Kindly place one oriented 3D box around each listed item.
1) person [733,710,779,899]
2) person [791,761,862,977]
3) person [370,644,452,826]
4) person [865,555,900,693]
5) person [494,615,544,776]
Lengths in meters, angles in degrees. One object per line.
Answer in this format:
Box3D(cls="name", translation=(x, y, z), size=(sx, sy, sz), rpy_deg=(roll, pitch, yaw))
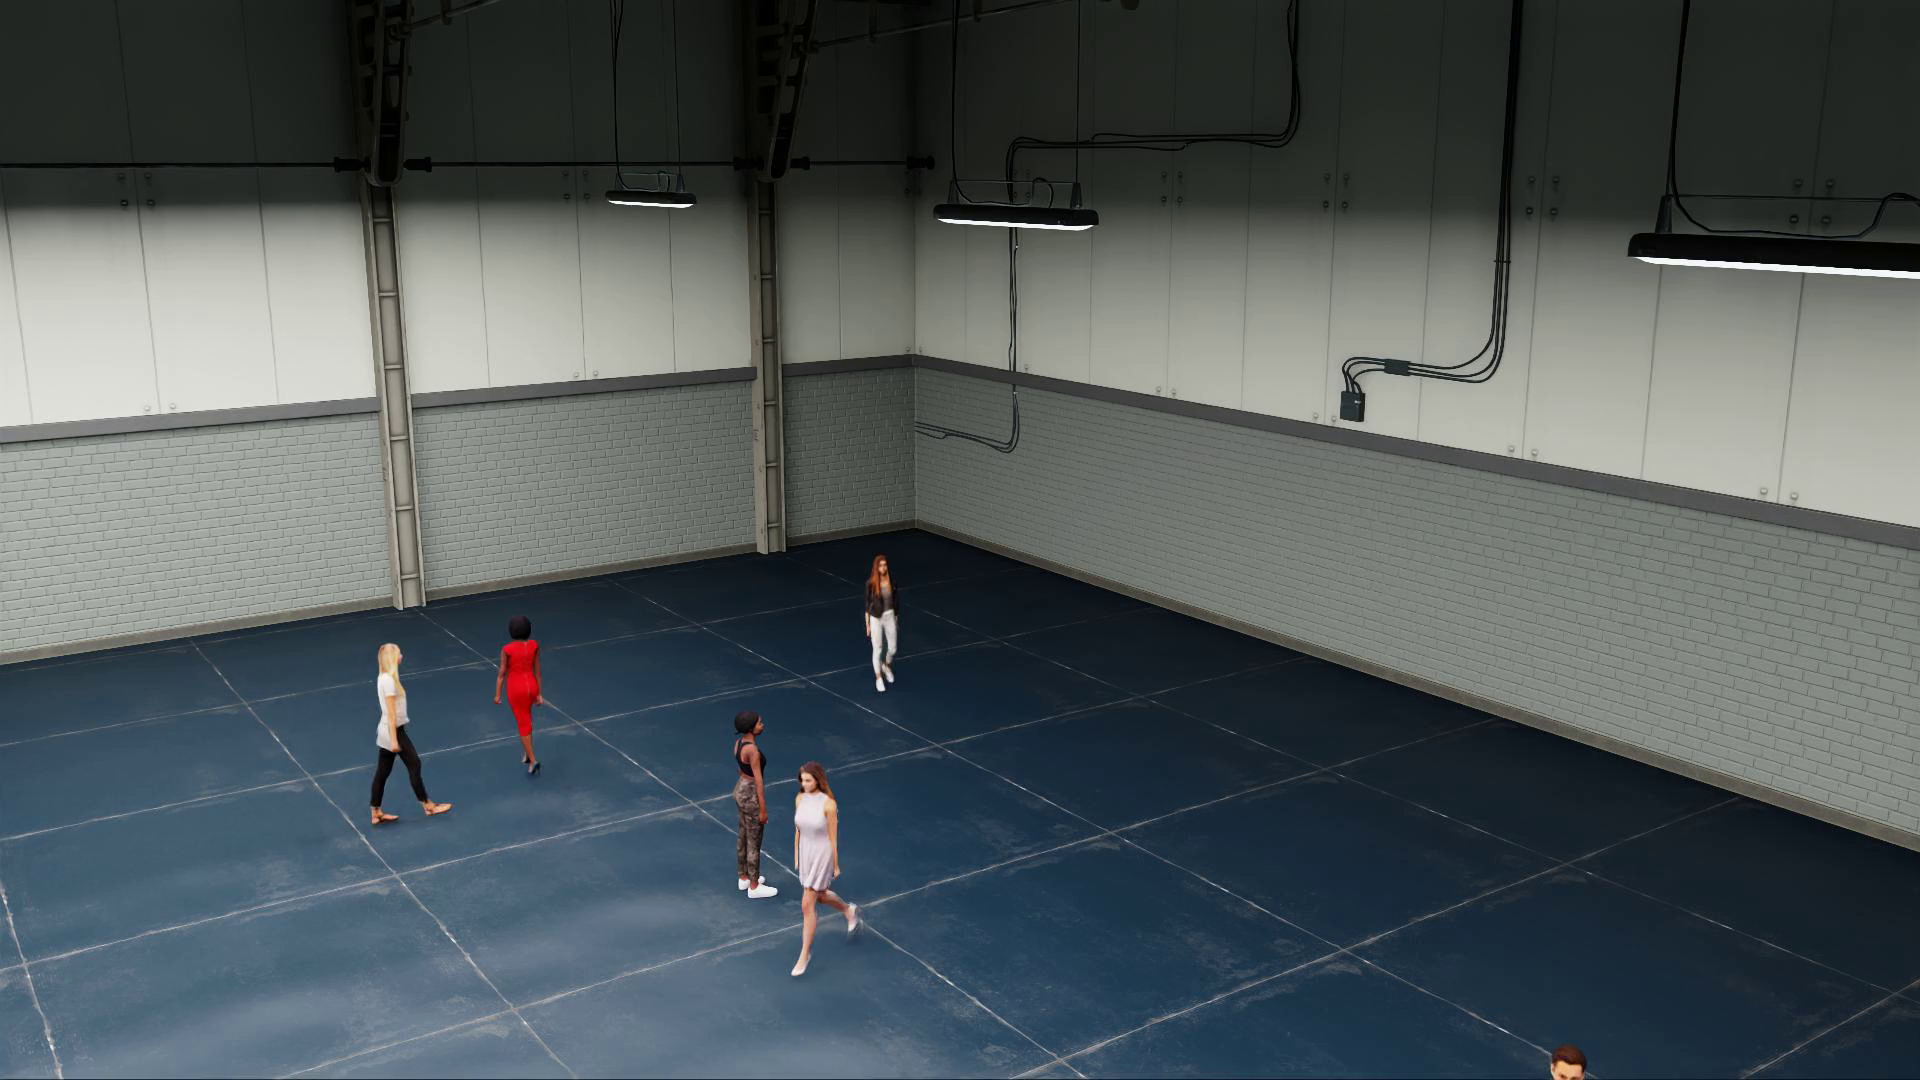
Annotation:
Box3D(cls="person", translation=(-1.853, 2.313, 14.719), size=(0.566, 1.700, 0.598), rpy_deg=(-7, 15, -27))
Box3D(cls="person", translation=(-1.100, 2.596, 13.435), size=(0.814, 1.729, 1.178), rpy_deg=(9, 16, 34))
Box3D(cls="person", translation=(-5.622, 1.924, 16.183), size=(0.970, 1.798, 0.670), rpy_deg=(-8, 15, -31))
Box3D(cls="person", translation=(-0.978, 0.992, 20.431), size=(0.677, 1.696, 0.740), rpy_deg=(-4, 14, -17))
Box3D(cls="person", translation=(-4.557, 1.658, 17.487), size=(0.718, 1.727, 0.696), rpy_deg=(12, 18, 42))
